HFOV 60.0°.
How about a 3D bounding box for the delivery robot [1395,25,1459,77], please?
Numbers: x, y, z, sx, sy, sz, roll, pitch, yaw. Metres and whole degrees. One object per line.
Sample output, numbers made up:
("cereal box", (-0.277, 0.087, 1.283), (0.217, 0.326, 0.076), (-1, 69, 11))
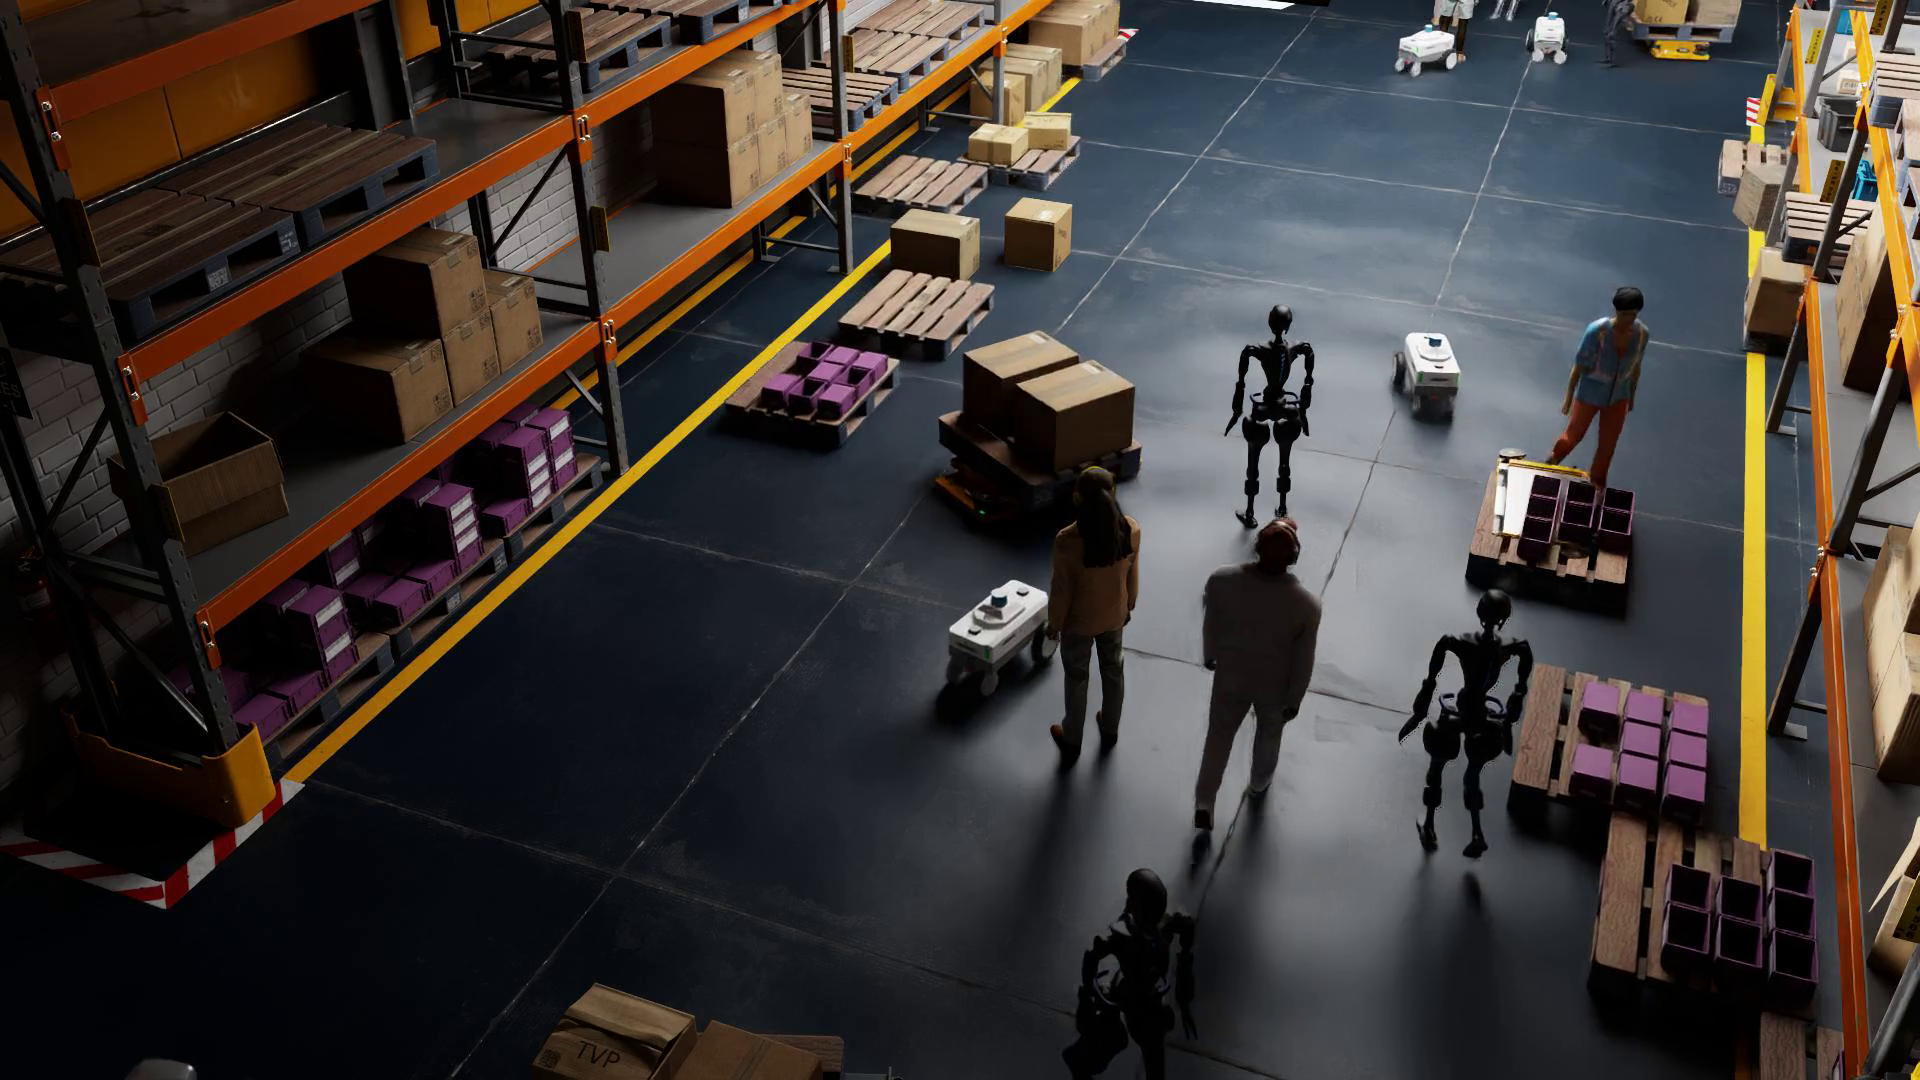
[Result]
("delivery robot", (5.850, -6.155, 20.846), (0.773, 0.586, 0.499), (-20, 38, -28))

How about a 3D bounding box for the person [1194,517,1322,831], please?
("person", (1.577, 0.738, 8.971), (0.641, 1.874, 0.805), (12, 35, 18))

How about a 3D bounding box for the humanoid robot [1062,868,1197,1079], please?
("humanoid robot", (0.727, 2.026, 7.218), (0.607, 1.628, 0.824), (-14, 35, -20))

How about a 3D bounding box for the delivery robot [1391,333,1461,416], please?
("delivery robot", (3.810, -1.386, 13.478), (0.499, 0.600, 0.802), (2, 33, 3))

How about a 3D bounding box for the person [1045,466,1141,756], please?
("person", (0.759, 0.426, 9.455), (0.553, 1.876, 0.409), (-12, 35, -18))

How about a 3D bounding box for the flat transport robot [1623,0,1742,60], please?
("flat transport robot", (9.313, -6.580, 21.775), (0.659, 0.231, 1.431), (4, 33, 6))

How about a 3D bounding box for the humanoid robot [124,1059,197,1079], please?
("humanoid robot", (-2.779, 2.468, 6.422), (0.541, 1.733, 1.004), (1, 33, 1))

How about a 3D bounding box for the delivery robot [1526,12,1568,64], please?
("delivery robot", (7.566, -6.458, 21.328), (0.530, 0.600, 0.771), (10, 34, 14))

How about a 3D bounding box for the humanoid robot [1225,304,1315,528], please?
("humanoid robot", (2.168, -0.869, 11.626), (0.599, 1.657, 0.315), (-2, 33, -4))

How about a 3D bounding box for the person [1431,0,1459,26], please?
("person", (6.634, -7.797, 22.267), (0.462, 1.778, 0.308), (9, 34, 14))

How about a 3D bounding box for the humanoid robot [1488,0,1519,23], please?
("humanoid robot", (7.529, -7.879, 22.420), (0.530, 1.743, 0.795), (16, 36, 23))

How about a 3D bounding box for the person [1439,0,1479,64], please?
("person", (6.284, -6.862, 20.899), (0.533, 1.692, 0.320), (21, 38, 29))

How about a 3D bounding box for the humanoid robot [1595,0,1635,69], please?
("humanoid robot", (8.227, -6.750, 20.732), (0.349, 1.647, 0.584), (-6, 33, -9))

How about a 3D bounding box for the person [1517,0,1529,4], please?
("person", (8.285, -8.442, 23.213), (1.036, 1.834, 0.564), (-24, 40, -32))

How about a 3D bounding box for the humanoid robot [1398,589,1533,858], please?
("humanoid robot", (2.650, 1.008, 8.741), (0.607, 1.643, 0.463), (1, 33, 1))

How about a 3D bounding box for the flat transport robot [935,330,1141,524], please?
("flat transport robot", (0.585, -0.532, 12.416), (1.431, 0.231, 0.659), (-20, 38, -28))

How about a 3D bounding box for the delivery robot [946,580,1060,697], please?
("delivery robot", (0.250, 0.567, 10.445), (0.499, 0.589, 0.785), (22, 39, 30))

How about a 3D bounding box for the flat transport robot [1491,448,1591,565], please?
("flat transport robot", (4.151, -0.196, 11.896), (0.659, 0.231, 1.431), (10, 34, 15))

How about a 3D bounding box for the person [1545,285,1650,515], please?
("person", (4.575, -1.084, 11.923), (0.536, 1.734, 0.660), (0, 33, 0))
